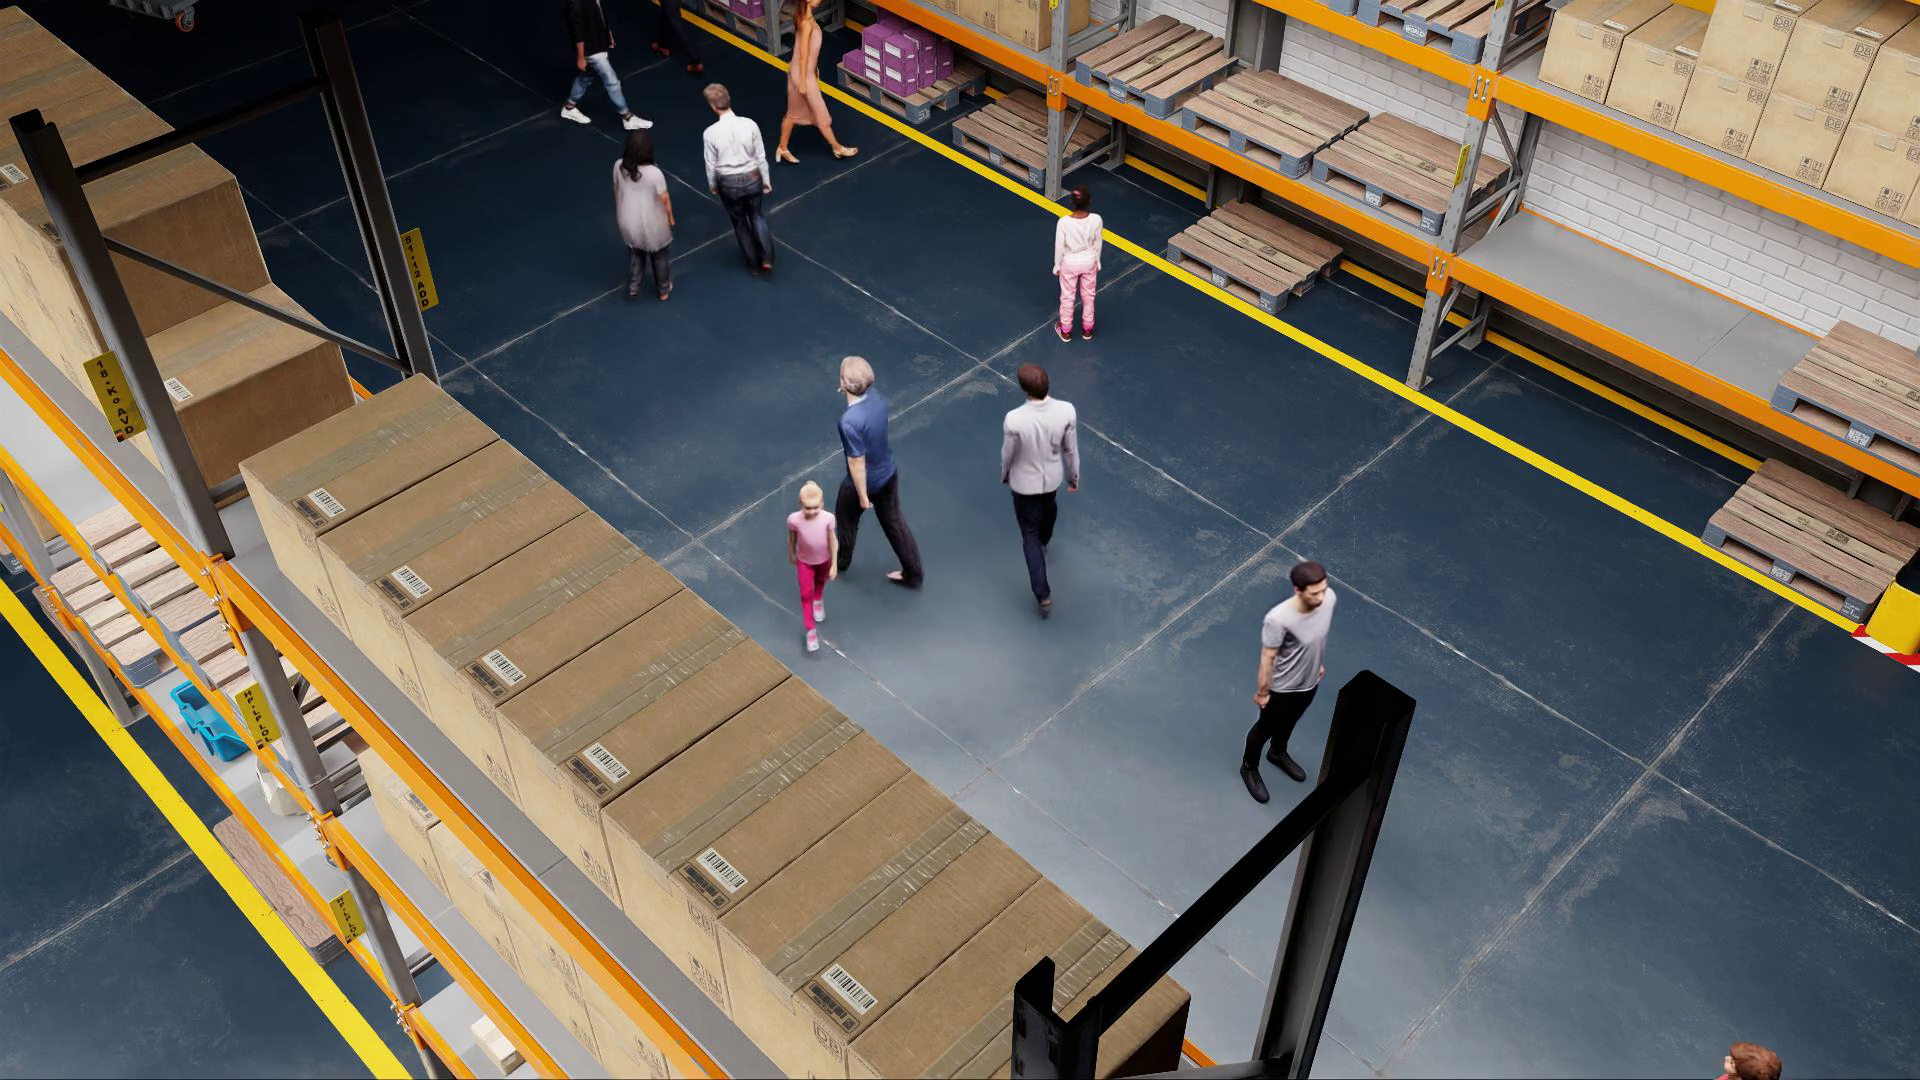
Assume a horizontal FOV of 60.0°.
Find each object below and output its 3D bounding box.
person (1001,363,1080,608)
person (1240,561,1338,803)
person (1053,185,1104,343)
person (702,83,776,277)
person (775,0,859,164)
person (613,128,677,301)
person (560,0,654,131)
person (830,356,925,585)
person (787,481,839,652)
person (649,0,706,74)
[{"bbox_3d":[0.529,-0.356,11.267,0.994,1.807,1.263,-12,45,-12],"label":"person"},{"bbox_3d":[1.986,0.812,10.002,0.712,1.862,0.607,-24,49,-23],"label":"person"},{"bbox_3d":[0.968,-2.262,13.523,0.623,1.455,0.663,-4,44,-5],"label":"person"},{"bbox_3d":[-1.850,-2.957,14.014,0.812,1.785,0.840,-11,45,-11],"label":"person"},{"bbox_3d":[-1.534,-4.250,15.416,1.056,1.723,1.059,-3,44,-4],"label":"person"},{"bbox_3d":[-2.638,-2.661,13.839,0.733,1.597,0.829,8,44,9],"label":"person"},{"bbox_3d":[-3.602,-4.731,15.888,1.278,1.769,1.170,4,44,4],"label":"person"},{"bbox_3d":[-0.533,-0.379,11.282,1.103,1.821,0.838,18,46,18],"label":"person"},{"bbox_3d":[-0.992,0.060,11.232,0.723,1.254,0.850,-8,44,-8],"label":"person"},{"bbox_3d":[-2.882,-5.517,16.773,1.103,1.686,0.655,34,53,30],"label":"person"}]
